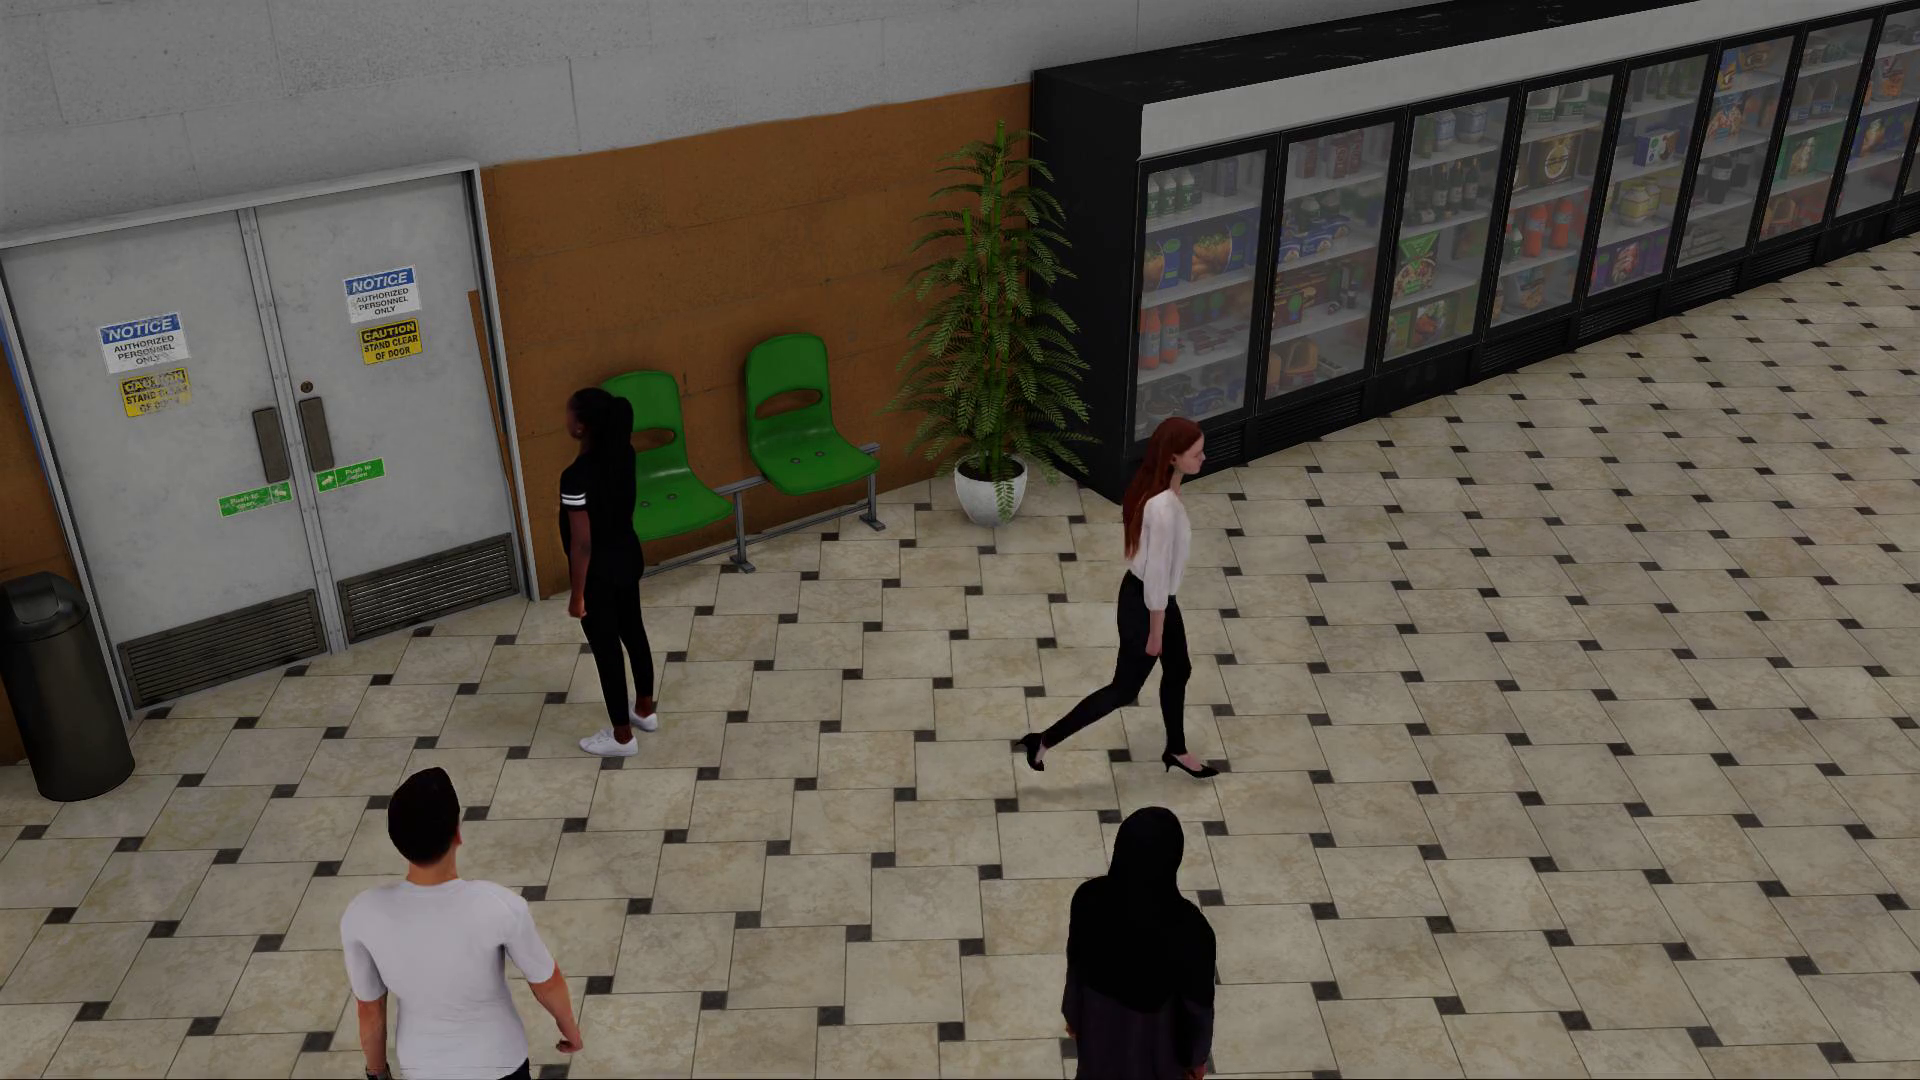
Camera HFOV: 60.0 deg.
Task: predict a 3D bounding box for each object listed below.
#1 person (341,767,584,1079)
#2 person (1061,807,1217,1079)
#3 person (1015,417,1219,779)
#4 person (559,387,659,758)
[{"bbox_3d":[-1.372,1.494,4.560,1.137,1.807,1.300,0,29,0],"label":"person"},{"bbox_3d":[0.475,1.460,4.829,0.831,1.608,0.857,14,32,24],"label":"person"},{"bbox_3d":[0.669,0.315,6.806,1.109,1.725,1.143,-1,29,-2],"label":"person"},{"bbox_3d":[-1.513,0.138,7.129,0.758,1.726,0.721,10,30,18],"label":"person"}]
